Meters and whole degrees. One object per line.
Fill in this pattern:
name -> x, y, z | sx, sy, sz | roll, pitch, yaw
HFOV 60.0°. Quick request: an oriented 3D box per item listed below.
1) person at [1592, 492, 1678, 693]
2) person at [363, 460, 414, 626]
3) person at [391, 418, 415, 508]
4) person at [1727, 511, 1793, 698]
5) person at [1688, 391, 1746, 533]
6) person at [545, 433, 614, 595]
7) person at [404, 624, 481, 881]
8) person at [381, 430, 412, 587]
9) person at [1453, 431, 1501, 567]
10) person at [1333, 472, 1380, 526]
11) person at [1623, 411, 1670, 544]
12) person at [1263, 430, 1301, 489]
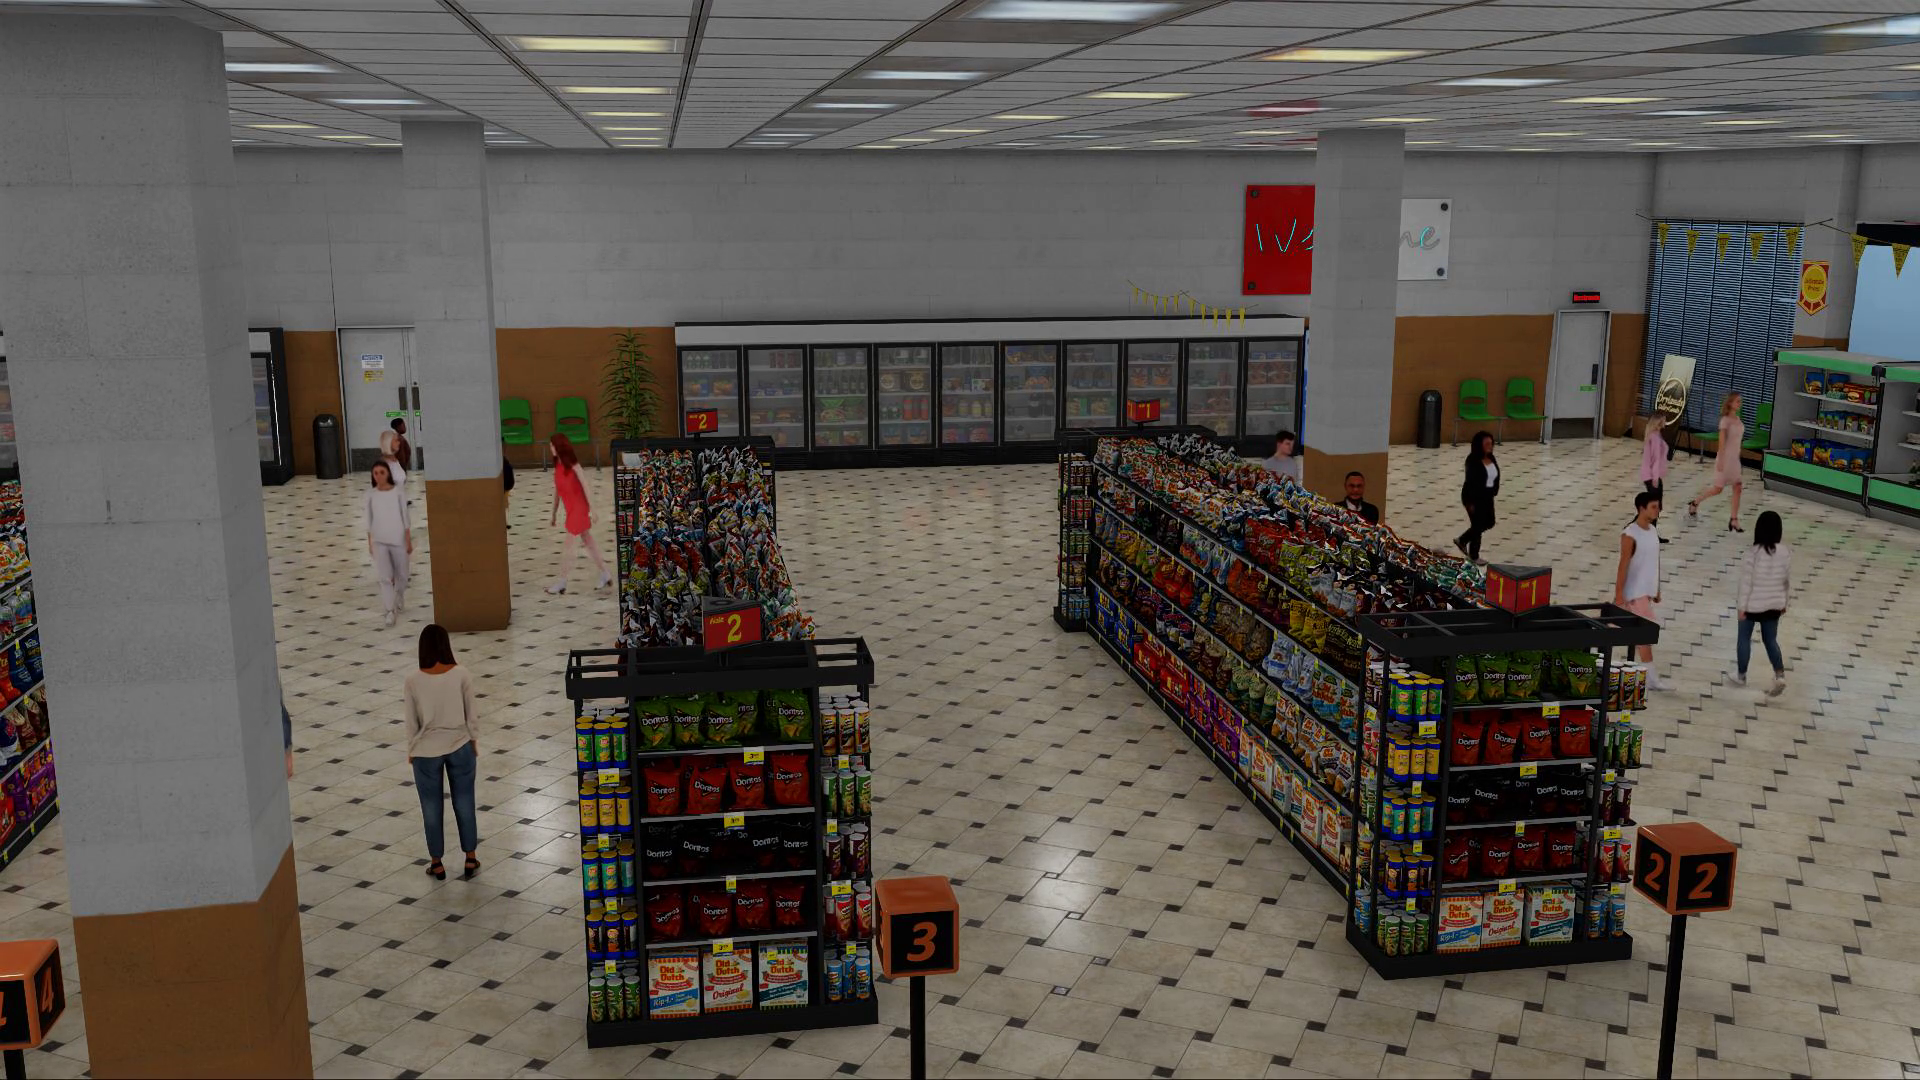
person -> 5.943, 0.446, 14.797 | 1.030, 1.750, 1.219 | -10, 16, -40
person -> -5.845, 0.008, 17.067 | 0.687, 1.671, 0.993 | -4, 12, -17
person -> -7.851, -1.089, 23.293 | 0.621, 1.253, 0.490 | -6, 13, -26
person -> 7.038, 0.576, 14.517 | 0.712, 1.612, 1.063 | 0, 12, -2
person -> 9.893, -1.015, 21.605 | 0.851, 1.804, 1.157 | -7, 14, -30
person -> -4.089, -0.272, 18.168 | 1.055, 1.767, 0.980 | 11, 16, 42
person -> -3.314, 1.351, 10.662 | 0.649, 1.683, 0.594 | -4, 13, -19
person -> -6.363, -0.365, 18.651 | 0.634, 1.750, 0.457 | -1, 12, -6
person -> 6.046, -0.492, 19.605 | 0.841, 1.604, 0.910 | -11, 16, -42
person -> 3.513, 0.317, 15.037 | 0.744, 1.904, 0.682 | 0, 12, 1
person -> 8.583, -0.772, 20.751 | 0.892, 1.681, 0.862 | 4, 12, 17
person -> 3.425, -0.275, 18.059 | 0.883, 1.817, 1.093 | -7, 14, -31
